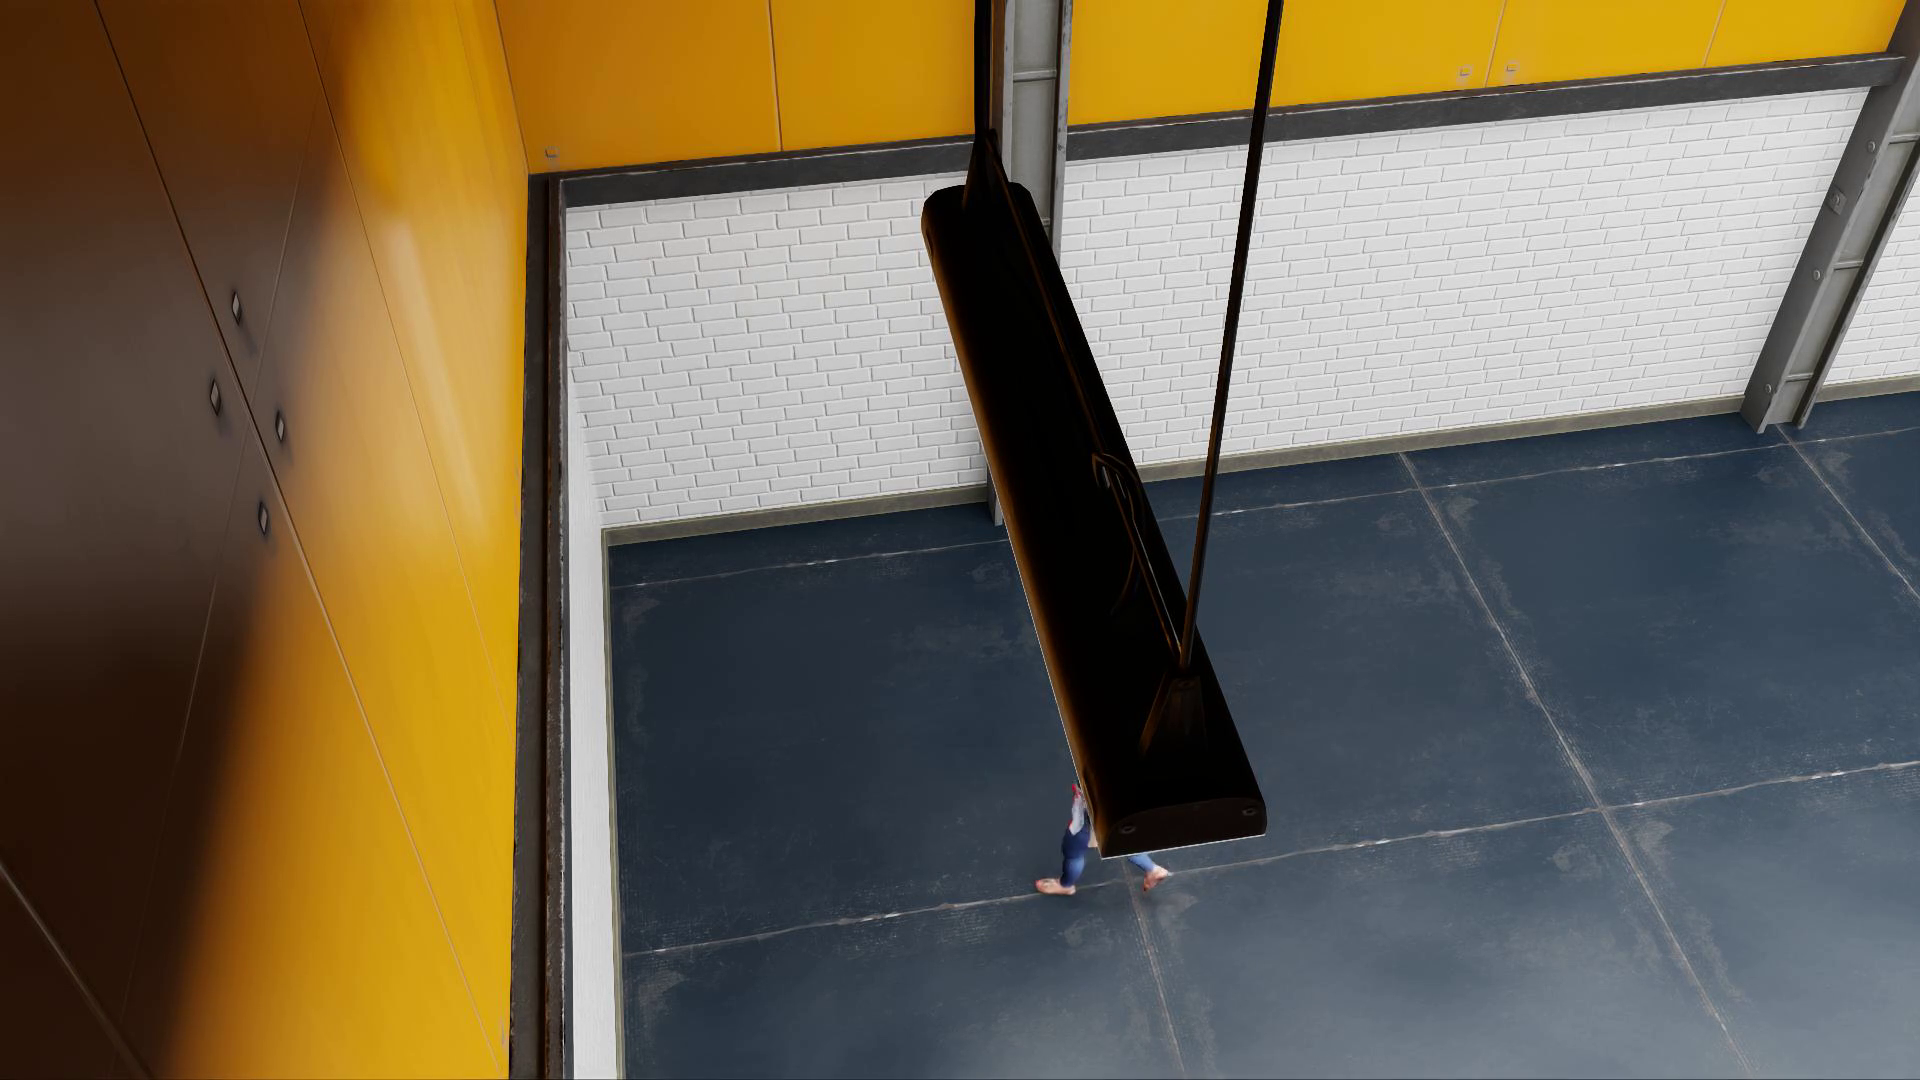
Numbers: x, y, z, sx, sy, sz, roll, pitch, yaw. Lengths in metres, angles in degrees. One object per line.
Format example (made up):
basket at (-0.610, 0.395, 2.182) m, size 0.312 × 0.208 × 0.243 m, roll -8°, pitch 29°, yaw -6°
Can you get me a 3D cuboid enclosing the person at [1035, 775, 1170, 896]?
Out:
person at (0.835, 1.517, 9.233) m, size 1.074 × 1.591 × 0.823 m, roll 7°, pitch 44°, yaw 7°
